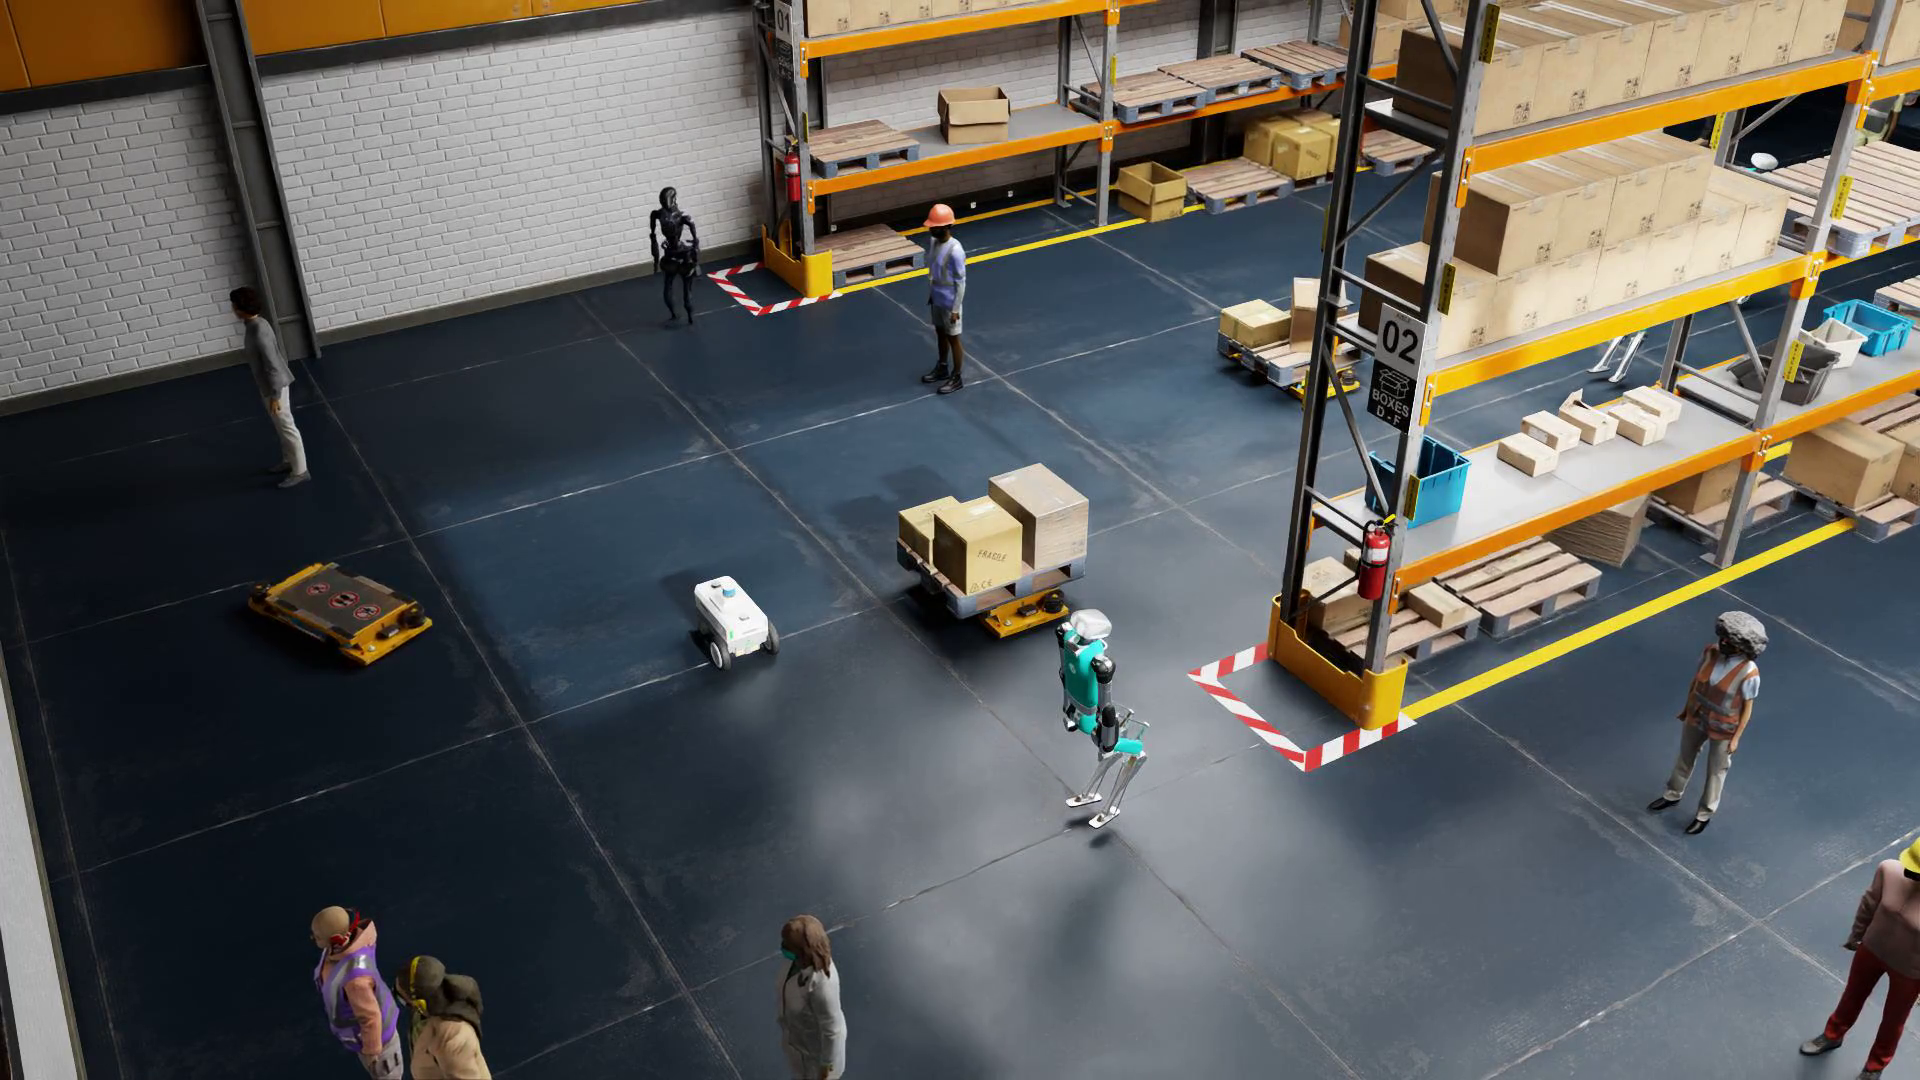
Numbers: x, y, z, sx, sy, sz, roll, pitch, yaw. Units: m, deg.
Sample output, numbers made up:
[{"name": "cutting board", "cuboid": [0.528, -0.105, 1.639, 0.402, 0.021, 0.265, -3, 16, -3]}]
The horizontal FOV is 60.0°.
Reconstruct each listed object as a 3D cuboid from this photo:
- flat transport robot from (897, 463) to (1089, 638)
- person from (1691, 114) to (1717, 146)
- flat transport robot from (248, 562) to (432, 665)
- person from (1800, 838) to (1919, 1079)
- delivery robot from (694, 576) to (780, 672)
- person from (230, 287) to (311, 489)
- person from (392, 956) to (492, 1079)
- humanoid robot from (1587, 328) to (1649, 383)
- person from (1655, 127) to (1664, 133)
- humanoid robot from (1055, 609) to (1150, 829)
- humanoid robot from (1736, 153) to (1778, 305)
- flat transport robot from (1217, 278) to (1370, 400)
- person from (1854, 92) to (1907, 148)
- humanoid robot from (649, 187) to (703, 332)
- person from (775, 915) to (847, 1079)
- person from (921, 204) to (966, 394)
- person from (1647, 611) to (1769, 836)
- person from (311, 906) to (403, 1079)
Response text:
[{"name": "flat transport robot", "cuboid": [0.222, 0.298, 13.608, 0.659, 0.231, 1.431, -18, 36, -26]}, {"name": "person", "cuboid": [10.335, -6.168, 22.438, 0.348, 1.845, 0.504, -17, 36, -25]}, {"name": "flat transport robot", "cuboid": [-4.939, 0.546, 13.212, 1.431, 0.231, 0.659, 20, 37, 28]}, {"name": "person", "cuboid": [5.068, 2.281, 9.038, 0.327, 1.765, 0.524, -17, 36, -25]}, {"name": "delivery robot", "cuboid": [-1.766, 0.593, 12.843, 0.499, 0.566, 0.739, -18, 36, -26]}, {"name": "person", "cuboid": [-6.087, -1.363, 14.724, 0.398, 1.900, 0.530, -17, 36, -25]}, {"name": "person", "cuboid": [-2.471, 2.735, 8.213, 0.395, 1.875, 0.552, -17, 36, -25]}, {"name": "humanoid robot", "cuboid": [6.625, -2.382, 16.374, 0.735, 1.677, 0.533, -18, 36, -26]}, {"name": "person", "cuboid": [7.984, -4.500, 19.788, 0.405, 1.833, 0.589, -17, 36, -25]}, {"name": "humanoid robot", "cuboid": [0.989, 1.110, 10.806, 0.735, 1.677, 0.533, -18, 36, -26]}, {"name": "humanoid robot", "cuboid": [8.630, -3.388, 17.979, 0.735, 1.677, 0.533, -18, 36, -26]}, {"name": "flat transport robot", "cuboid": [3.351, -1.820, 16.986, 0.659, 0.231, 1.431, -18, 36, -26]}, {"name": "person", "cuboid": [11.366, -5.089, 20.718, 0.393, 1.841, 0.562, -17, 36, -25]}, {"name": "humanoid robot", "cuboid": [-2.955, -2.947, 17.469, 0.591, 1.642, 0.415, 10, 34, 16]}, {"name": "person", "cuboid": [-0.778, 2.584, 8.650, 0.343, 1.659, 0.484, -17, 36, -25]}, {"name": "person", "cuboid": [-0.162, -2.361, 16.280, 0.376, 1.937, 0.545, -17, 36, -25]}, {"name": "person", "cuboid": [4.910, 1.187, 10.849, 0.306, 1.689, 0.437, -17, 36, -25]}, {"name": "person", "cuboid": [-3.100, 2.547, 8.679, 0.349, 1.693, 0.480, -17, 36, -25]}]
